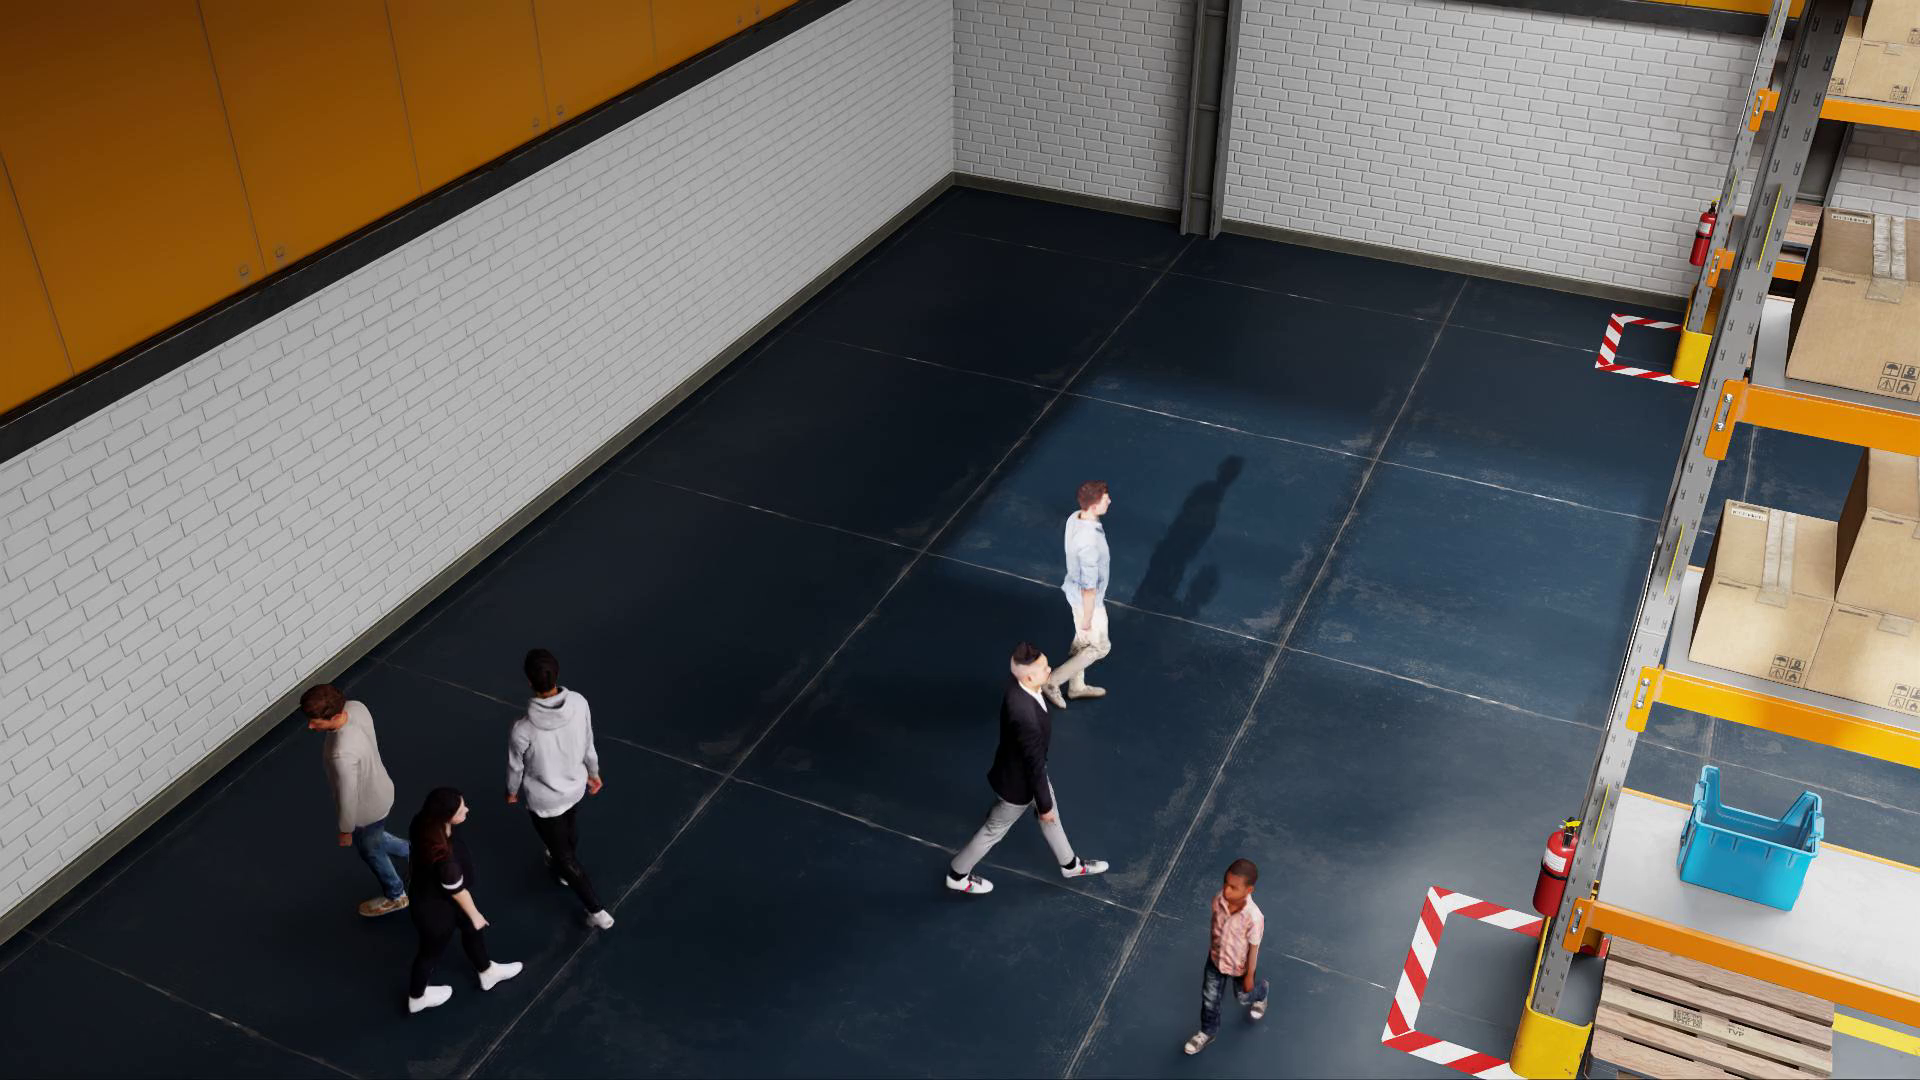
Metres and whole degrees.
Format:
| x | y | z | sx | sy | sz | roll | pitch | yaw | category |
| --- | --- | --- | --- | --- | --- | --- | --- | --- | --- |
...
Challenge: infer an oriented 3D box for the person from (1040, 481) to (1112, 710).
| x | y | z | sx | sy | sz | roll | pitch | yaw | category |
| --- | --- | --- | --- | --- | --- | --- | --- | --- | --- |
| 0.768 | 0.397 | 11.408 | 0.926 | 1.835 | 0.853 | -5 | 34 | -8 | person |

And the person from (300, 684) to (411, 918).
| x | y | z | sx | sy | sz | roll | pitch | yaw | category |
| --- | --- | --- | --- | --- | --- | --- | --- | --- | --- |
| -3.379 | 1.525 | 9.680 | 0.961 | 1.868 | 0.910 | -2 | 34 | -4 | person |

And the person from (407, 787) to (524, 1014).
| x | y | z | sx | sy | sz | roll | pitch | yaw | category |
| --- | --- | --- | --- | --- | --- | --- | --- | --- | --- |
| -2.945 | 2.025 | 9.184 | 0.952 | 1.584 | 0.950 | -23 | 40 | -31 | person |

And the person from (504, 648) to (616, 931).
| x | y | z | sx | sy | sz | roll | pitch | yaw | category |
| --- | --- | --- | --- | --- | --- | --- | --- | --- | --- |
| -2.314 | 1.494 | 9.705 | 1.187 | 1.891 | 0.904 | 26 | 42 | 34 | person |

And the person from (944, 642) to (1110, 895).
| x | y | z | sx | sy | sz | roll | pitch | yaw | category |
| --- | --- | --- | --- | --- | --- | --- | --- | --- | --- |
| 0.264 | 1.392 | 9.854 | 1.380 | 1.897 | 1.122 | -1 | 34 | -1 | person |

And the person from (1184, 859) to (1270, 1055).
| x | y | z | sx | sy | sz | roll | pitch | yaw | category |
| --- | --- | --- | --- | --- | --- | --- | --- | --- | --- |
| 1.539 | 2.253 | 9.102 | 0.742 | 1.295 | 0.840 | -29 | 43 | -36 | person |
